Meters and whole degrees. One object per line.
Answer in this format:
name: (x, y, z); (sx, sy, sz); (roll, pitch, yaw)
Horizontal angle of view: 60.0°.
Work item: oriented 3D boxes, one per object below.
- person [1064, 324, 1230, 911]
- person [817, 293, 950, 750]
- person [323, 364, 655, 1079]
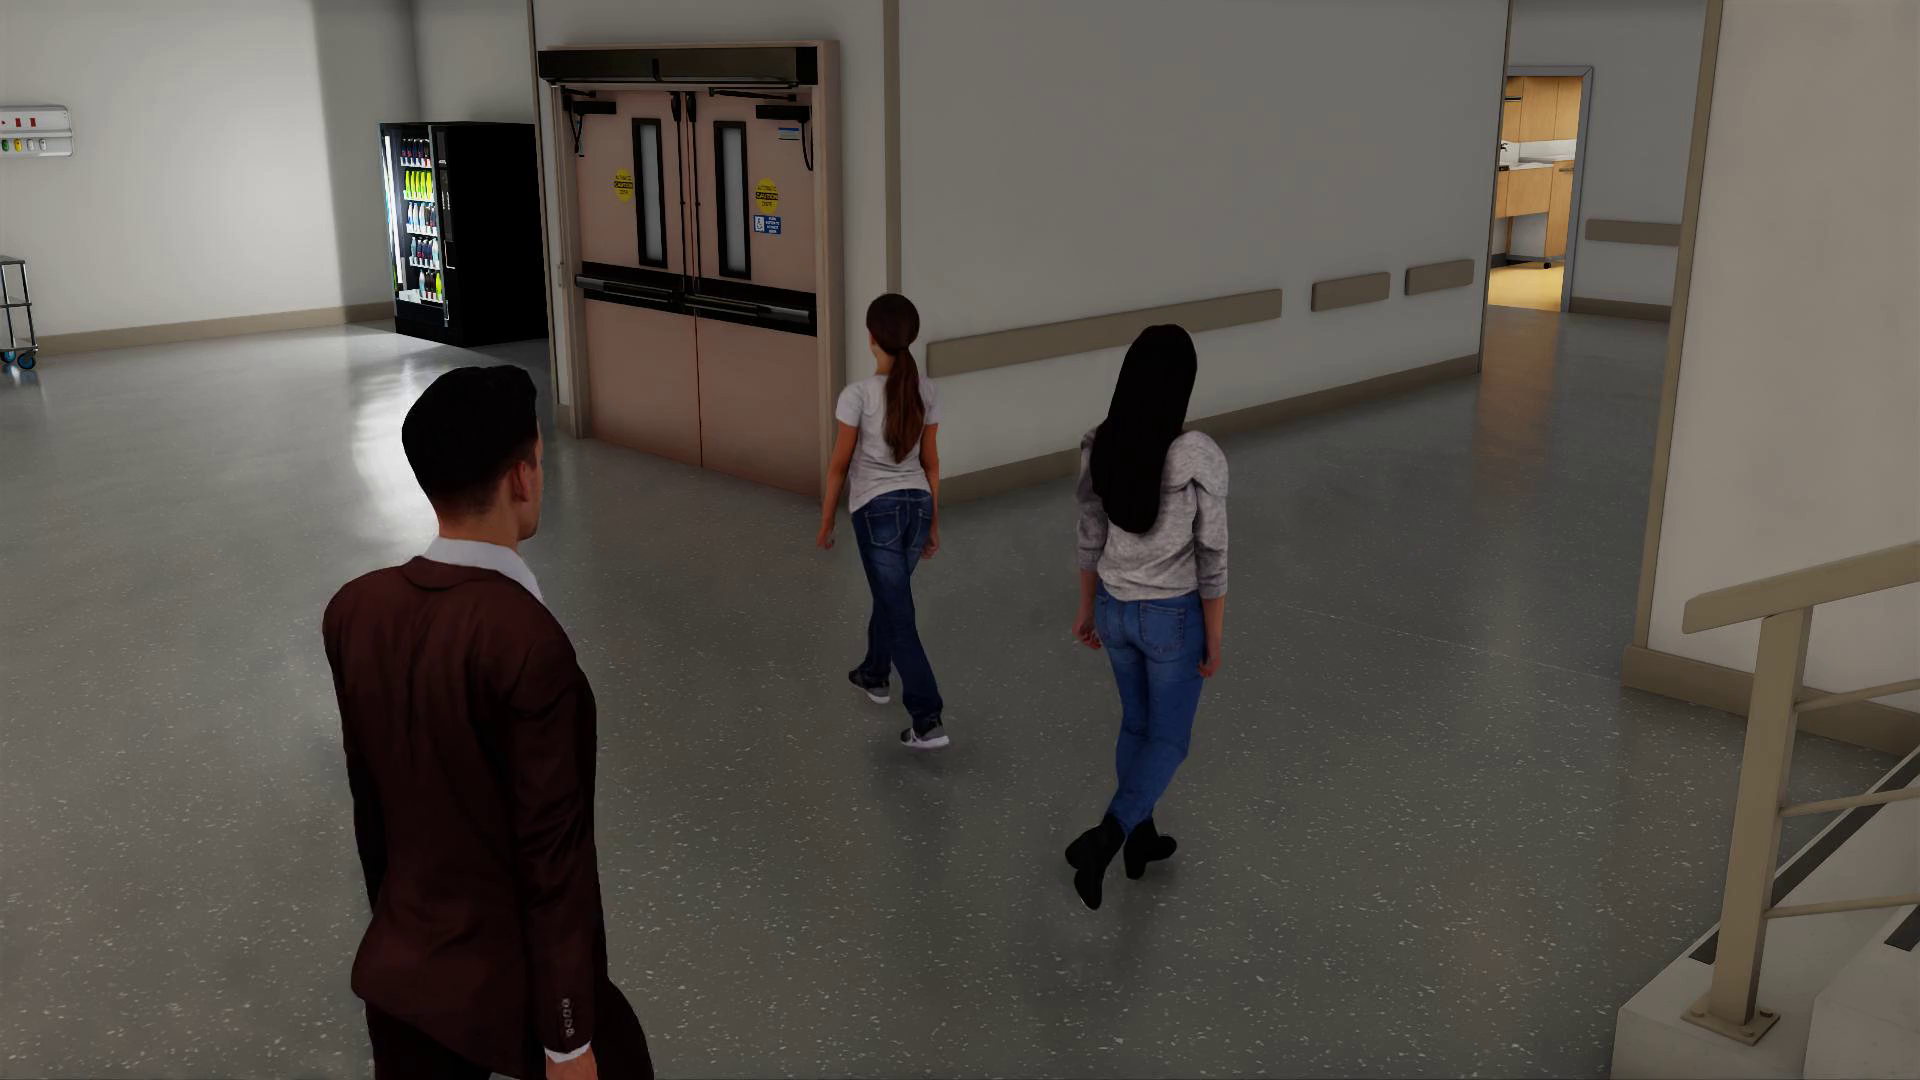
person: (0.472, 0.247, 4.483); (0.903, 1.614, 0.756); (11, 19, 35)
person: (-0.207, -0.032, 5.645); (0.743, 1.519, 1.112); (-9, 18, -28)
person: (-0.775, 0.700, 2.496); (1.216, 1.821, 0.996); (8, 18, 28)
